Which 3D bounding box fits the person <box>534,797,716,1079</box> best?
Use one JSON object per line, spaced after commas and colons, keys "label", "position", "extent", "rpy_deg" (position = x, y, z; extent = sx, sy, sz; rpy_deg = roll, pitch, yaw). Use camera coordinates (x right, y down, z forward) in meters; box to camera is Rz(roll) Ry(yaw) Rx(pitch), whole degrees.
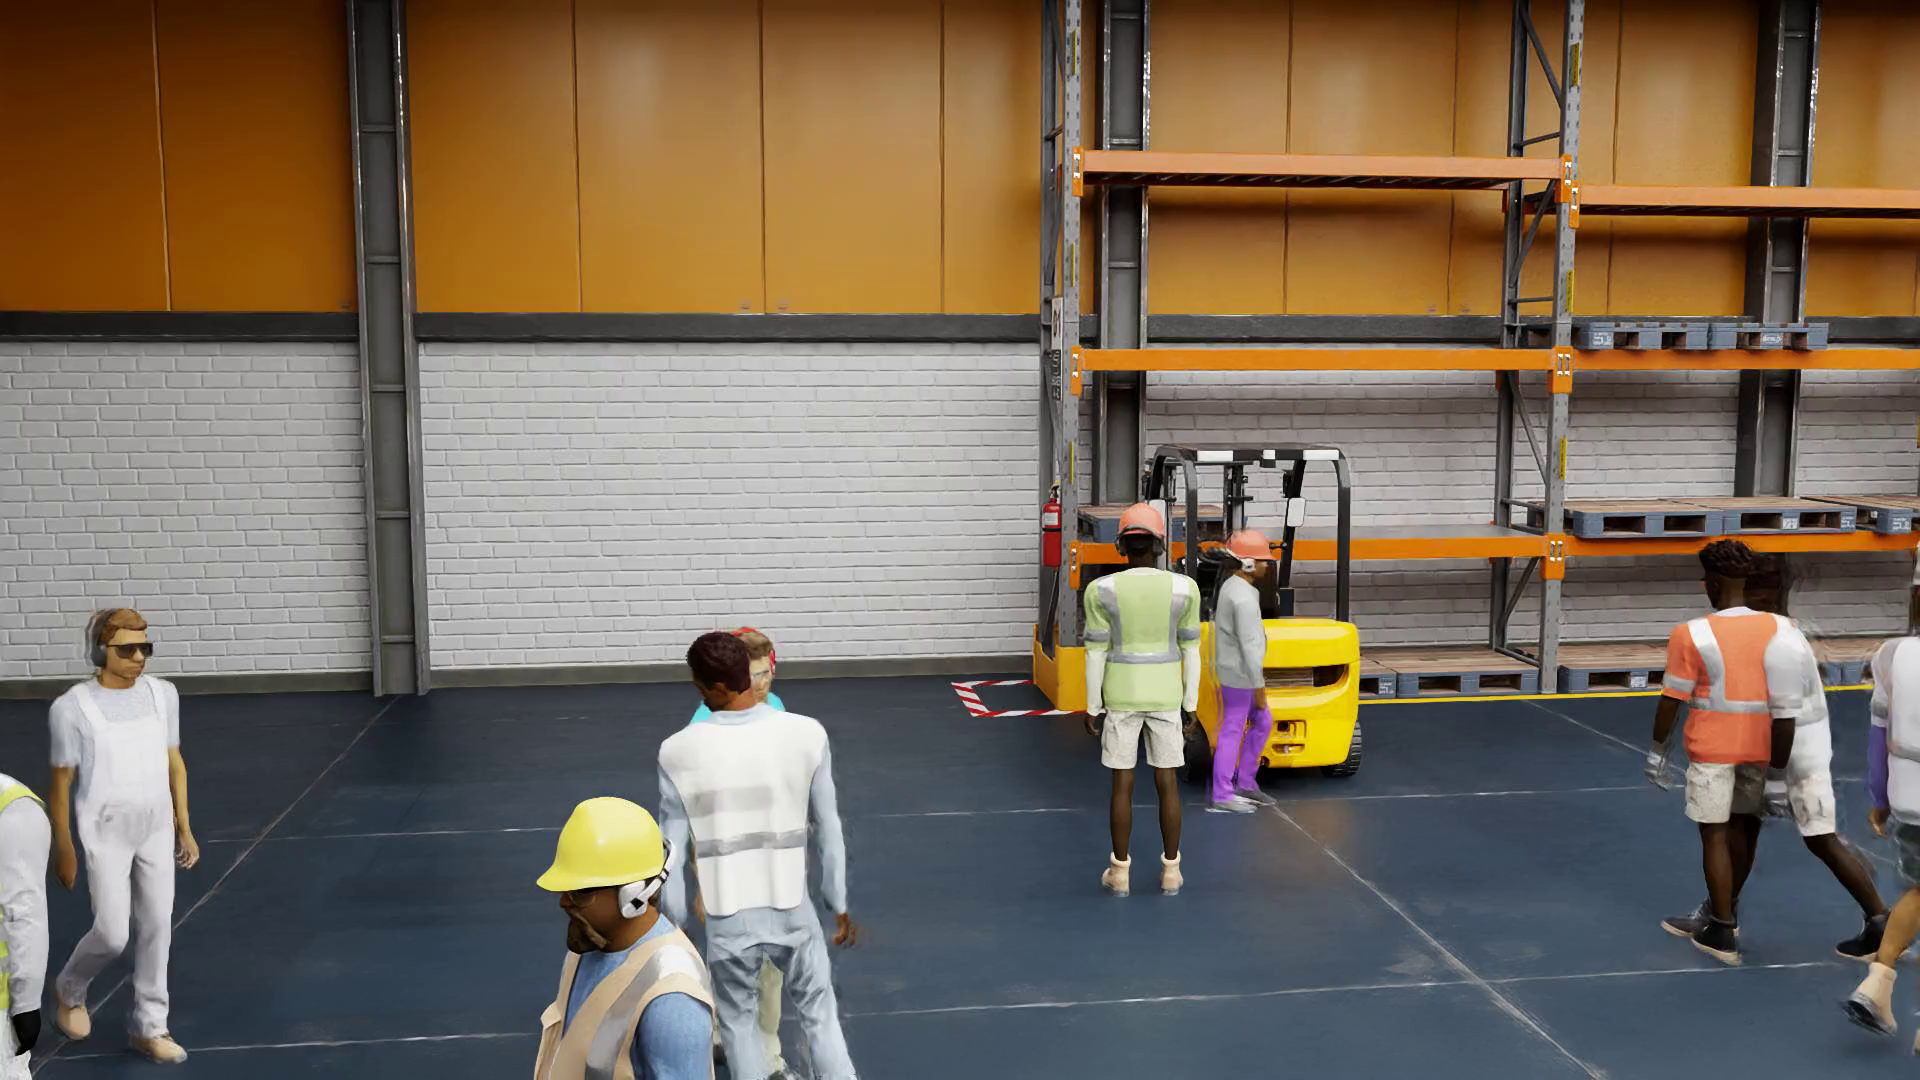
{"label": "person", "position": [-0.769, 1.479, 3.835], "extent": [0.404, 1.824, 0.586], "rpy_deg": [-4, 7, -28]}

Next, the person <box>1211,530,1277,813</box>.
{"label": "person", "position": [1.778, 0.804, 10.075], "extent": [0.553, 1.731, 0.597], "rpy_deg": [0, 7, 3]}

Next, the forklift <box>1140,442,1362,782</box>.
{"label": "forklift", "position": [1.912, 0.418, 11.496], "extent": [1.214, 2.155, 2.313], "rpy_deg": [-1, 7, -8]}

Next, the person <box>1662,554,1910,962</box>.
{"label": "person", "position": [3.905, 1.000, 7.741], "extent": [1.023, 1.896, 0.646], "rpy_deg": [2, 7, 17]}

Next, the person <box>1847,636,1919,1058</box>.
{"label": "person", "position": [3.879, 1.060, 6.563], "extent": [0.447, 2.033, 0.630], "rpy_deg": [-2, 7, -19]}

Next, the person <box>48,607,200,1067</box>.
{"label": "person", "position": [-3.335, 1.164, 6.589], "extent": [0.551, 1.820, 0.515], "rpy_deg": [4, 8, 31]}

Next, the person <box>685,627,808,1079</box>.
{"label": "person", "position": [-0.839, 1.214, 6.291], "extent": [0.635, 1.808, 0.589], "rpy_deg": [2, 7, 21]}

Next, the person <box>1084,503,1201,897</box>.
{"label": "person", "position": [0.936, 0.827, 8.613], "extent": [0.605, 2.034, 0.392], "rpy_deg": [0, 7, -1]}

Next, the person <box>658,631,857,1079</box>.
{"label": "person", "position": [-0.661, 1.243, 5.684], "extent": [0.730, 1.871, 0.401], "rpy_deg": [-1, 7, -11]}

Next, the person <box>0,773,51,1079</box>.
{"label": "person", "position": [-3.003, 1.352, 4.921], "extent": [0.635, 1.831, 0.429], "rpy_deg": [1, 7, 7]}

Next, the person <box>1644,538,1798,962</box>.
{"label": "person", "position": [3.539, 0.953, 7.846], "extent": [0.641, 1.948, 0.695], "rpy_deg": [-1, 7, -6]}

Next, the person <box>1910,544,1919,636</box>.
{"label": "person", "position": [6.753, 0.582, 11.134], "extent": [0.497, 1.943, 0.621], "rpy_deg": [-5, 8, -38]}
